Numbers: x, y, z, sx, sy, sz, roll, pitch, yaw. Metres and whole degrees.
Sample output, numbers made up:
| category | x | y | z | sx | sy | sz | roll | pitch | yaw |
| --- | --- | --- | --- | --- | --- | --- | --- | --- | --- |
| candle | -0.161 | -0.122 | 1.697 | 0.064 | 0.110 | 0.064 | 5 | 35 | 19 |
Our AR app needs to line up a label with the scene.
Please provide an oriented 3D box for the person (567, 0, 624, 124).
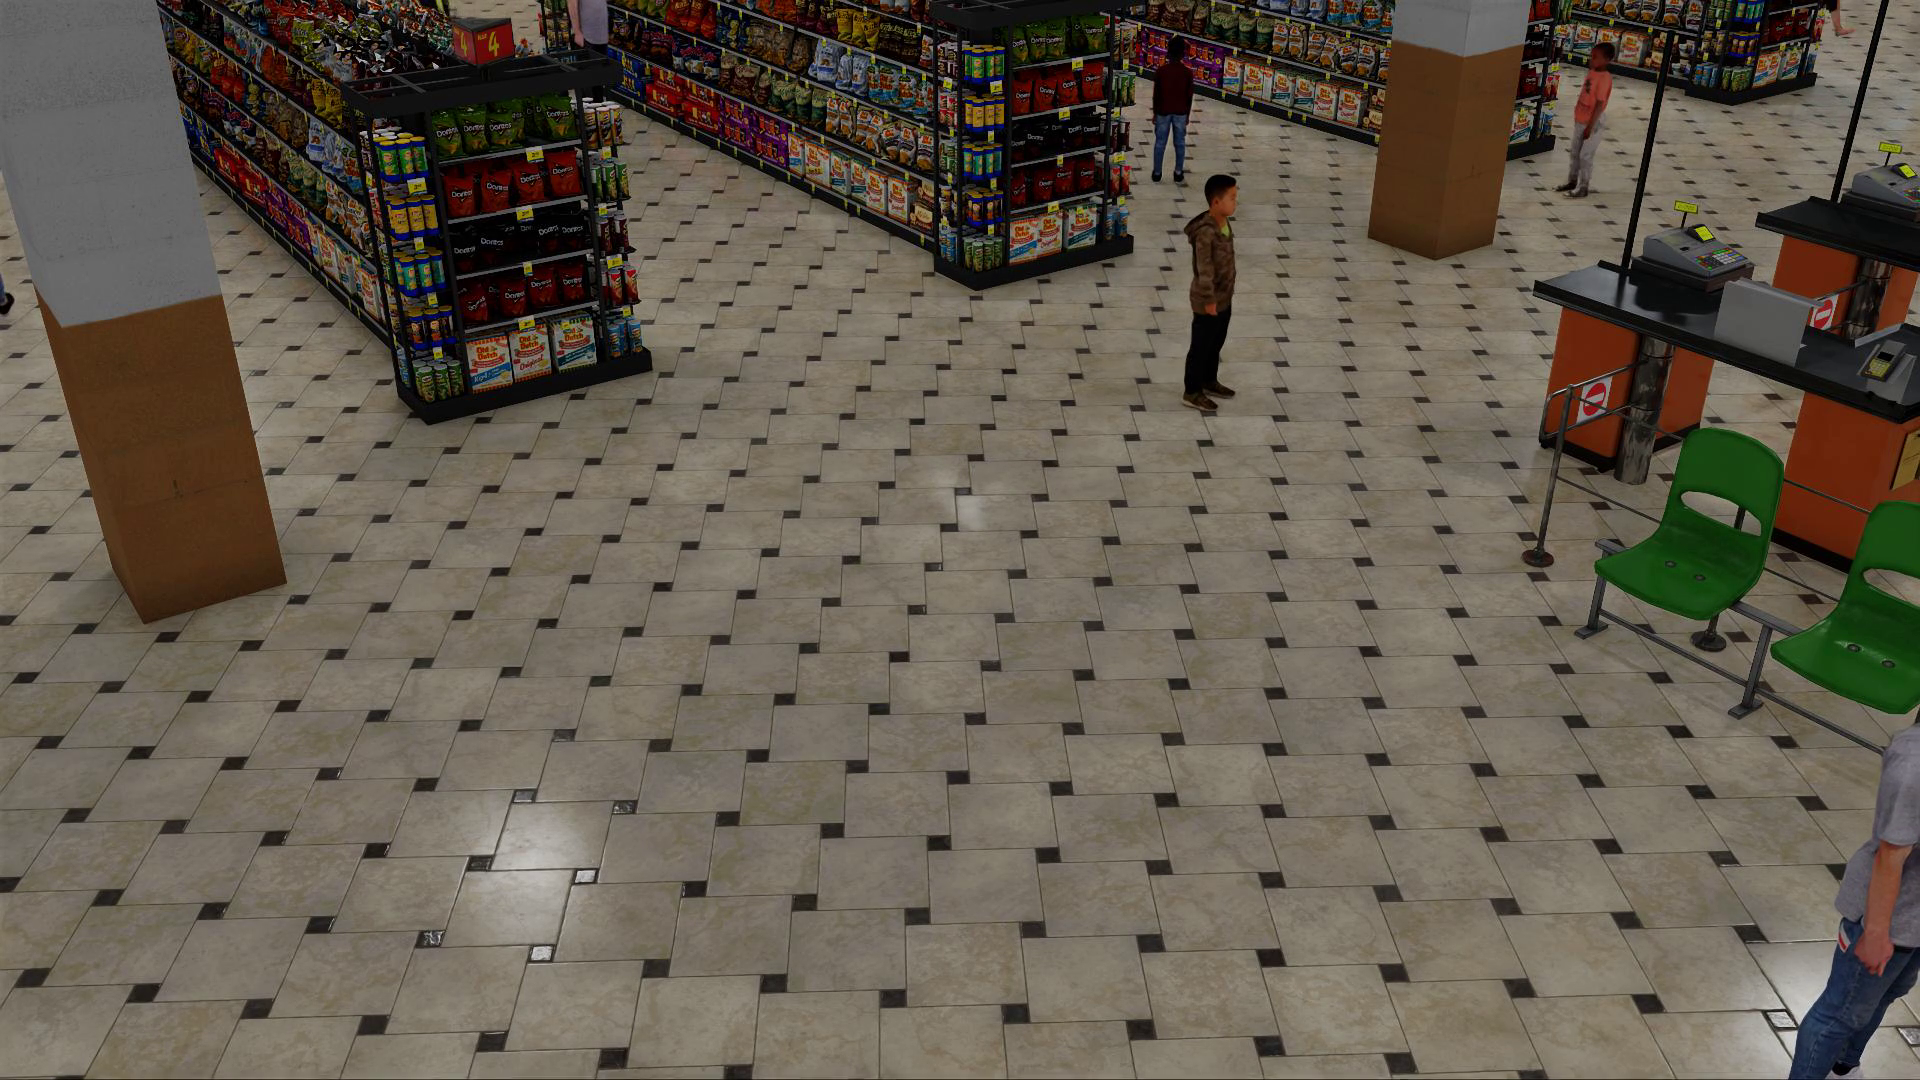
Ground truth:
| category | x | y | z | sx | sy | sz | roll | pitch | yaw |
| --- | --- | --- | --- | --- | --- | --- | --- | --- | --- |
| person | -3.562 | -4.894 | 15.983 | 0.781 | 1.838 | 0.762 | 10 | 30 | 18 |

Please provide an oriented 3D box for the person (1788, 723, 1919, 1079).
| category | x | y | z | sx | sy | sz | roll | pitch | yaw |
| --- | --- | --- | --- | --- | --- | --- | --- | --- | --- |
| person | 2.855 | 1.058 | 5.026 | 0.659 | 1.890 | 0.546 | -19 | 34 | -31 |

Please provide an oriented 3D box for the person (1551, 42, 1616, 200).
| category | x | y | z | sx | sy | sz | roll | pitch | yaw |
| --- | --- | --- | --- | --- | --- | --- | --- | --- | --- |
| person | 5.376 | -3.553 | 14.085 | 0.675 | 1.304 | 0.589 | -2 | 29 | -3 |

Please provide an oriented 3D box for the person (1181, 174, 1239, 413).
| category | x | y | z | sx | sy | sz | roll | pitch | yaw |
| --- | --- | --- | --- | --- | --- | --- | --- | --- | --- |
| person | 1.521 | -1.523 | 10.209 | 0.721 | 1.454 | 0.687 | 15 | 32 | 26 |

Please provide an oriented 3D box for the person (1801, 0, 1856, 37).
| category | x | y | z | sx | sy | sz | roll | pitch | yaw |
| --- | --- | --- | --- | --- | --- | --- | --- | --- | --- |
| person | 10.310 | -6.818 | 19.780 | 0.696 | 1.577 | 1.090 | -14 | 32 | -24 |

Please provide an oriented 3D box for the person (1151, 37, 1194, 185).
| category | x | y | z | sx | sy | sz | roll | pitch | yaw |
| --- | --- | --- | --- | --- | --- | --- | --- | --- | --- |
| person | 1.840 | -3.733 | 14.465 | 0.576 | 1.254 | 0.621 | 1 | 29 | 2 |
